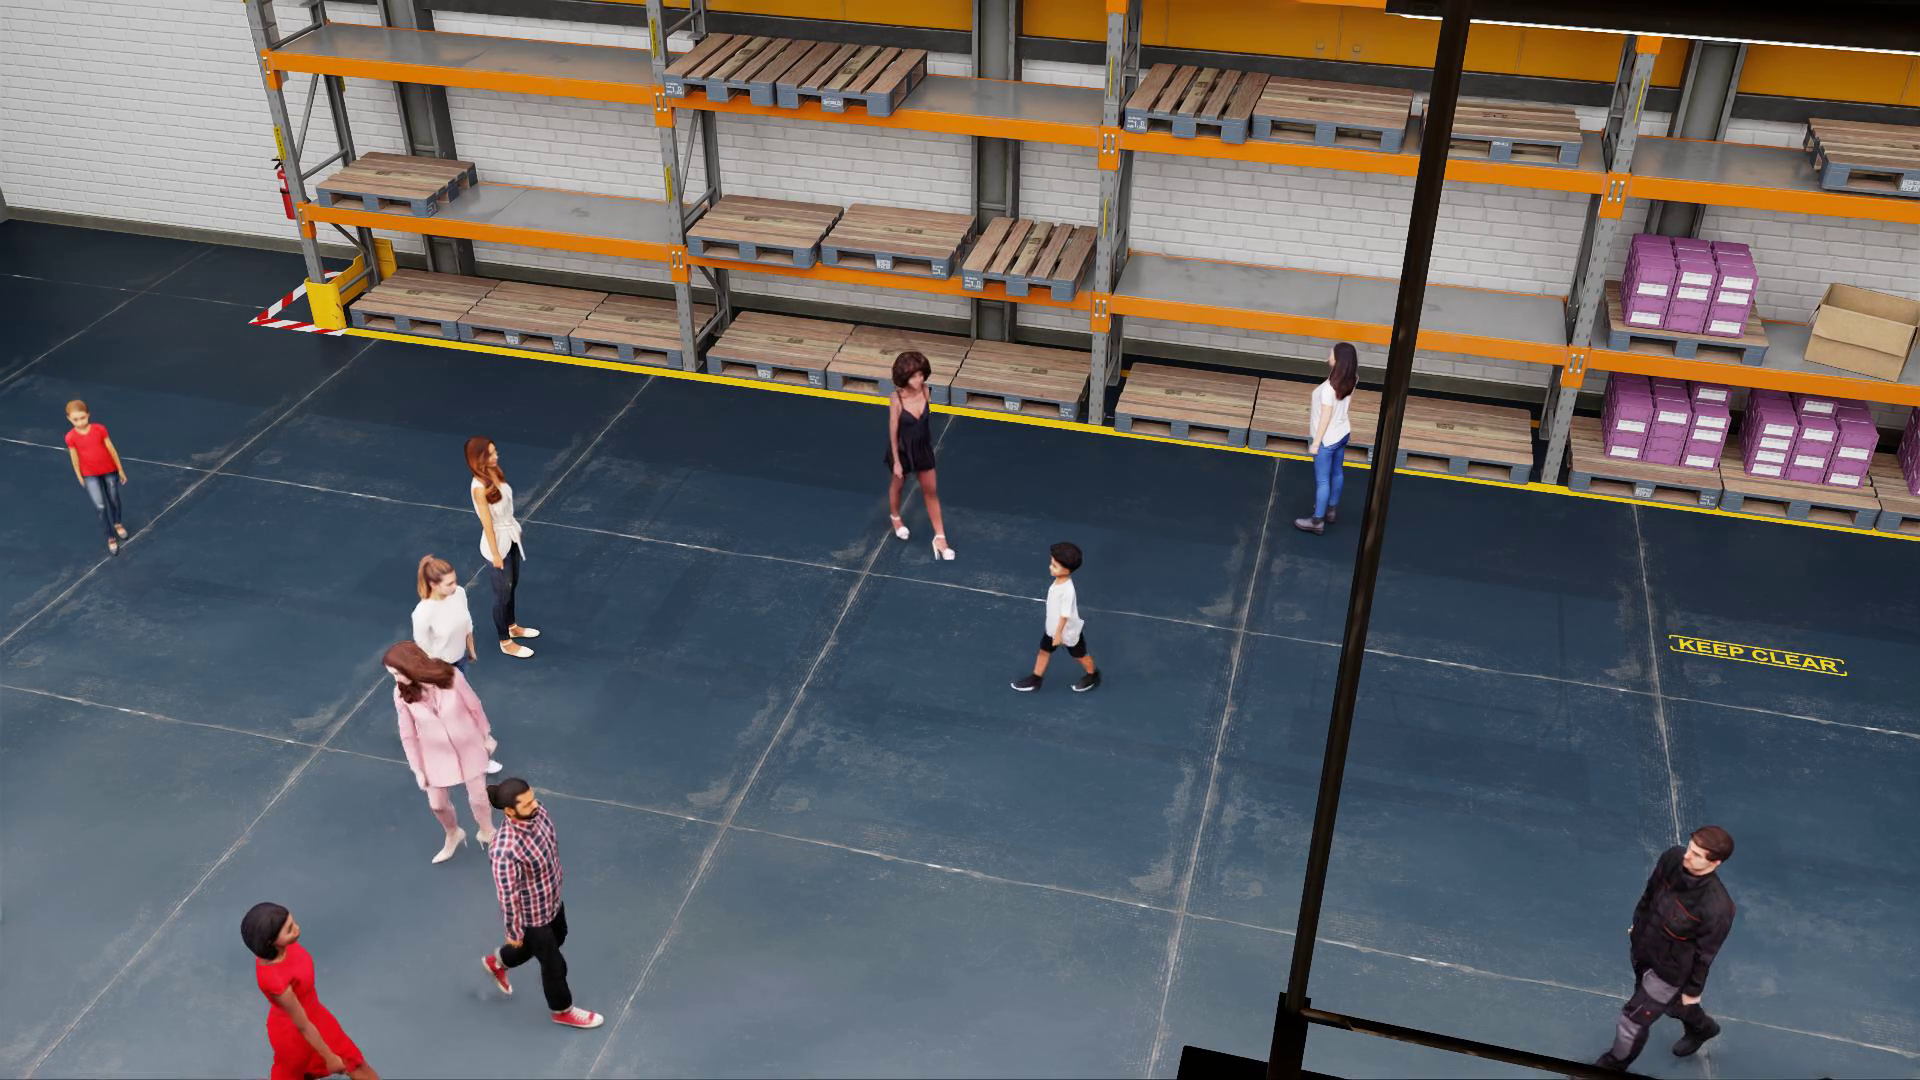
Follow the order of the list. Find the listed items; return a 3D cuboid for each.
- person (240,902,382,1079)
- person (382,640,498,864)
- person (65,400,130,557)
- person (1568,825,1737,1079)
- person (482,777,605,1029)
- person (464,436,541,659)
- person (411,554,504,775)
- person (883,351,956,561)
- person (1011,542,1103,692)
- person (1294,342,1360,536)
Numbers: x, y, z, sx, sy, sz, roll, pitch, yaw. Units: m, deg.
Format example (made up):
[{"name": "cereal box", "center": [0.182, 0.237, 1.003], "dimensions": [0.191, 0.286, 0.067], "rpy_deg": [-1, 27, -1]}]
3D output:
[{"name": "person", "center": [-3.402, 2.516, 8.359], "dimensions": [1.182, 1.692, 0.987], "rpy_deg": [-10, 35, -14]}, {"name": "person", "center": [-3.052, 1.259, 10.173], "dimensions": [0.740, 1.777, 0.839], "rpy_deg": [-23, 40, -30]}, {"name": "person", "center": [-6.927, -0.573, 13.364], "dimensions": [0.679, 1.295, 0.763], "rpy_deg": [-23, 40, -31]}, {"name": "person", "center": [3.791, 2.187, 8.747], "dimensions": [1.229, 1.811, 0.979], "rpy_deg": [-3, 34, -5]}, {"name": "person", "center": [-2.402, 1.983, 9.116], "dimensions": [0.992, 1.741, 0.763], "rpy_deg": [5, 34, 7]}, {"name": "person", "center": [-3.334, 0.033, 12.011], "dimensions": [0.598, 1.785, 0.644], "rpy_deg": [1, 34, 2]}, {"name": "person", "center": [-3.462, 0.808, 10.932], "dimensions": [1.075, 1.688, 0.721], "rpy_deg": [14, 36, 20]}, {"name": "person", "center": [-0.439, -0.712, 13.157], "dimensions": [1.014, 1.756, 1.089], "rpy_deg": [-19, 38, -26]}, {"name": "person", "center": [0.794, 0.572, 11.697], "dimensions": [0.938, 1.235, 0.756], "rpy_deg": [-8, 34, -12]}, {"name": "person", "center": [2.989, -0.814, 13.375], "dimensions": [0.667, 1.685, 0.674], "rpy_deg": [26, 41, 33]}]
